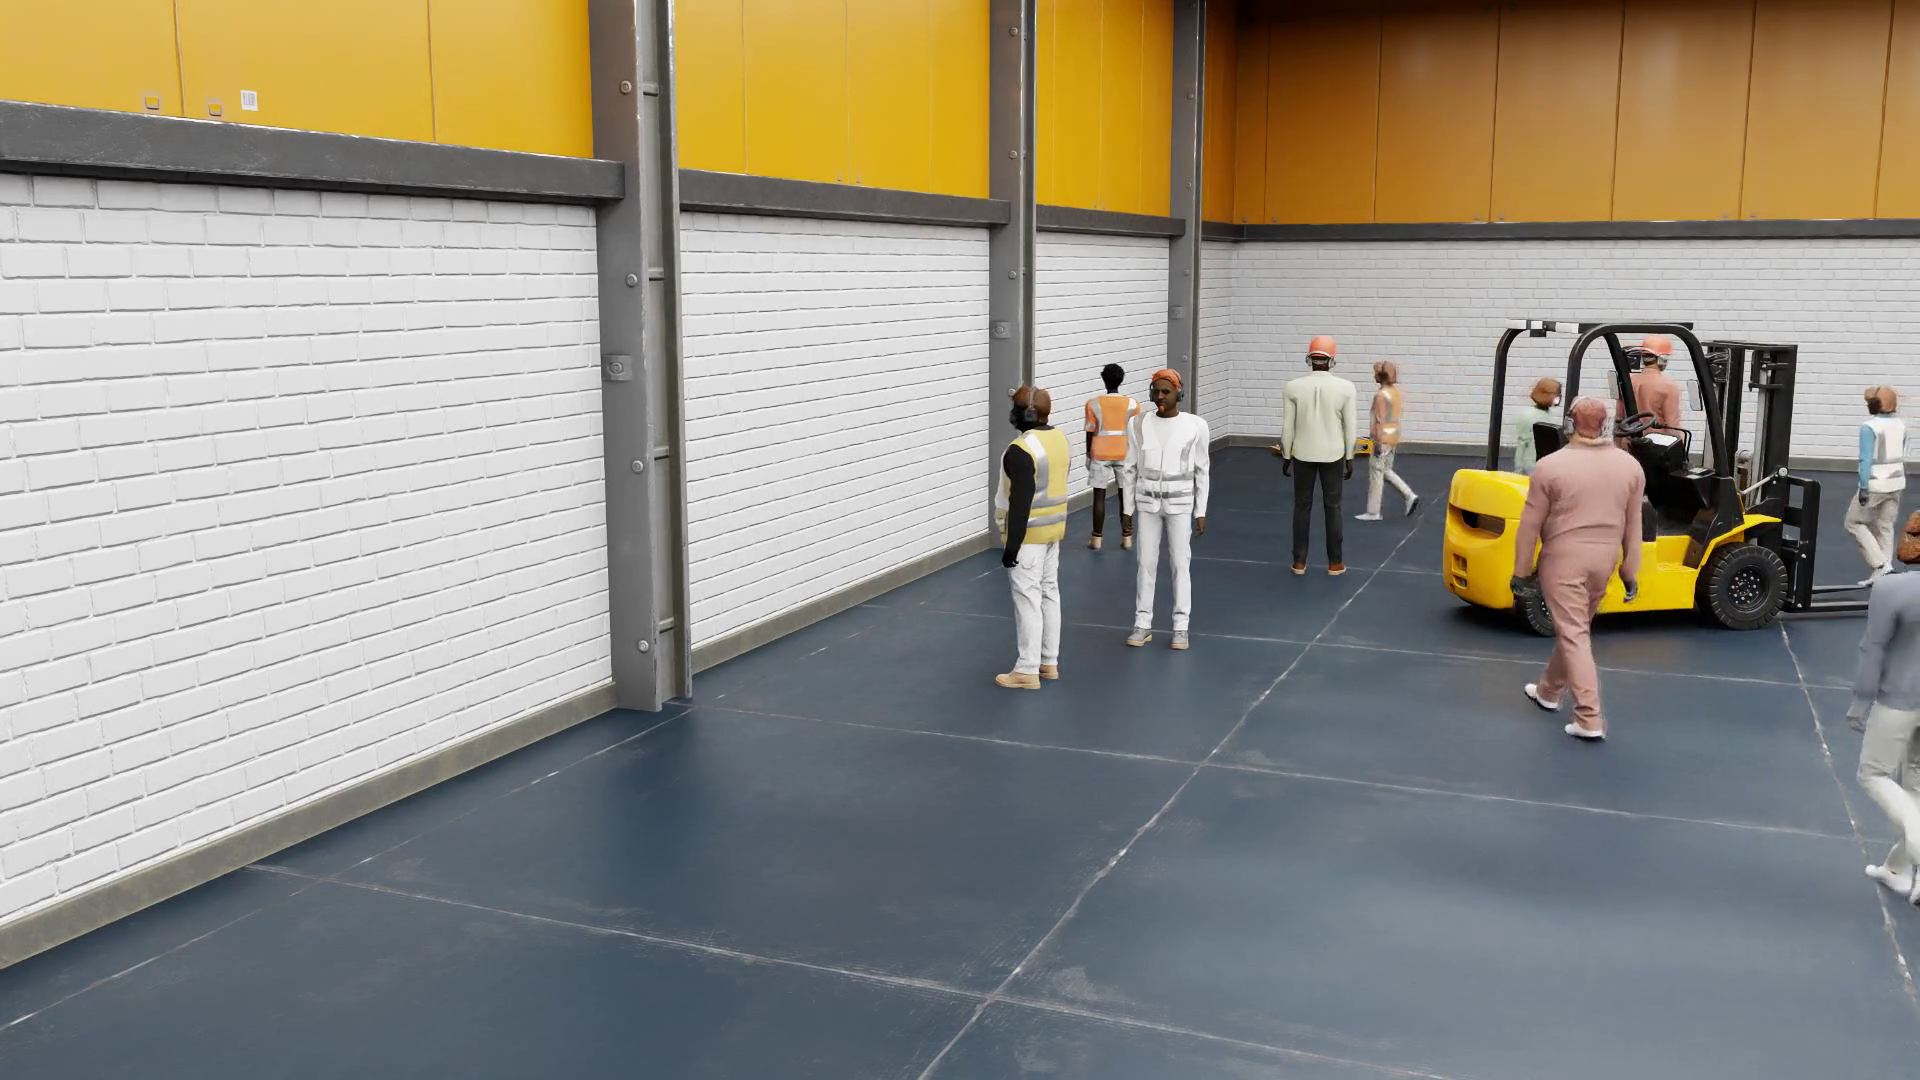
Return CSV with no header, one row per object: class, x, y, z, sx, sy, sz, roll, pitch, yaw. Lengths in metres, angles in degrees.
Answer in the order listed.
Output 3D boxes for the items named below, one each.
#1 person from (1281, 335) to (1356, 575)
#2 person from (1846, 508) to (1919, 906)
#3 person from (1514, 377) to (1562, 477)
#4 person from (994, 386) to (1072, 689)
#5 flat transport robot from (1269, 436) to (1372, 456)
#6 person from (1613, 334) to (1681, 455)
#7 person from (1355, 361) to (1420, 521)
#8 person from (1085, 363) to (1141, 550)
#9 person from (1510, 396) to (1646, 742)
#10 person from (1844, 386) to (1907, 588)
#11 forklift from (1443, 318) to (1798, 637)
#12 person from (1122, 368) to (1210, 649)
person,2.978,-0.702,13.829,0.612,1.995,0.393,3,10,16
person,3.856,0.671,6.641,0.523,1.616,0.535,-1,9,-5
person,5.042,-0.660,14.779,0.519,1.600,0.764,-8,12,-39
person,0.429,-0.019,10.155,0.429,1.842,0.634,5,11,29
flat transport robot,4.984,-1.282,22.562,1.431,0.197,0.652,-1,9,-5
person,5.838,-0.752,14.140,0.396,1.993,0.654,-5,10,-26
person,4.279,-0.981,16.623,0.535,1.623,0.527,7,11,35
person,1.383,-0.748,15.044,0.524,1.690,0.320,-1,9,-5
person,3.390,0.130,9.220,0.664,1.852,0.986,-2,10,-10
person,7.256,-0.407,13.153,0.538,1.620,0.363,-4,10,-25
forklift,4.706,-0.497,11.990,2.313,2.155,1.214,-2,10,-10
person,1.371,-0.207,11.168,0.584,1.882,0.345,3,10,18
